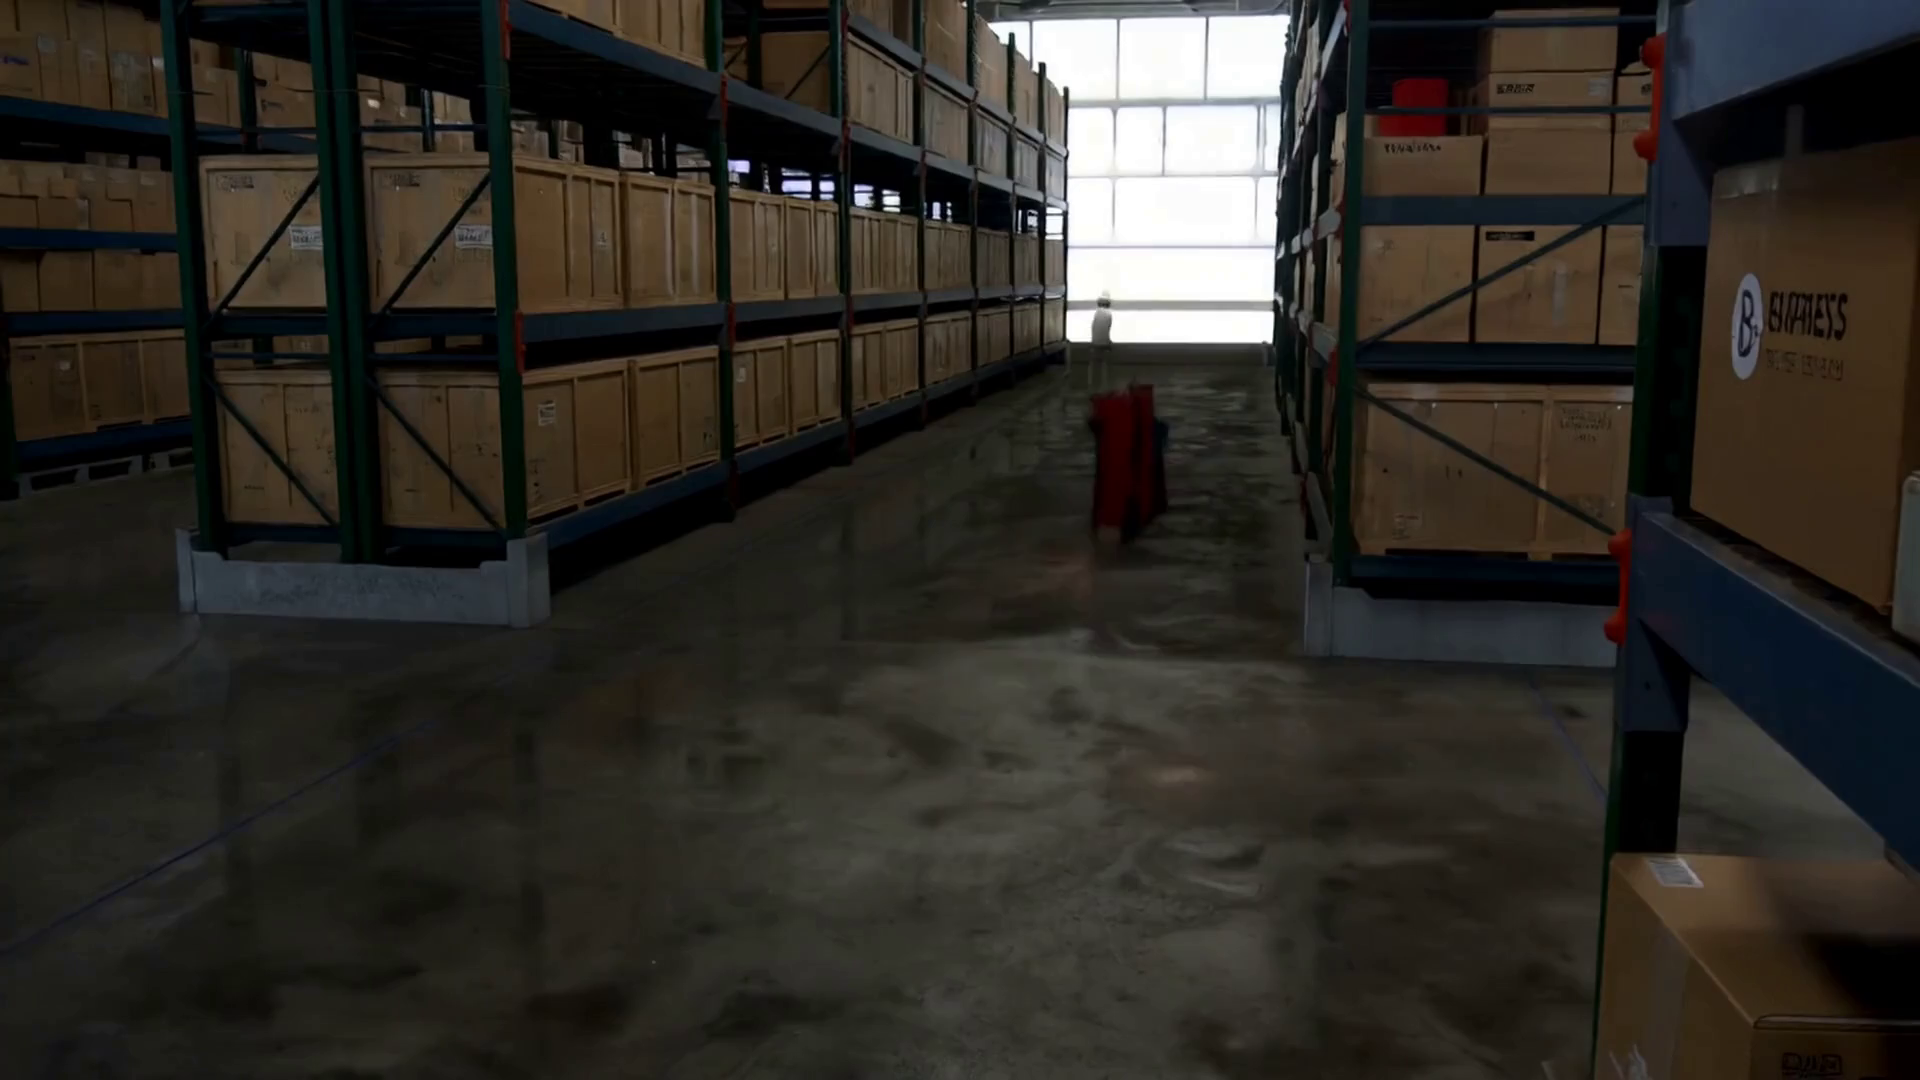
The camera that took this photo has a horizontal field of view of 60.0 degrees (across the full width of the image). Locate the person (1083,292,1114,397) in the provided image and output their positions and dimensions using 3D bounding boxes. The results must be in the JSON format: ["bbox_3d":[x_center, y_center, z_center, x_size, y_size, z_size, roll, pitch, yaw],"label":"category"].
[{"bbox_3d":[2.285,-3.182,27.122,0.559,1.688,0.681,-7,12,-39],"label":"person"}]
